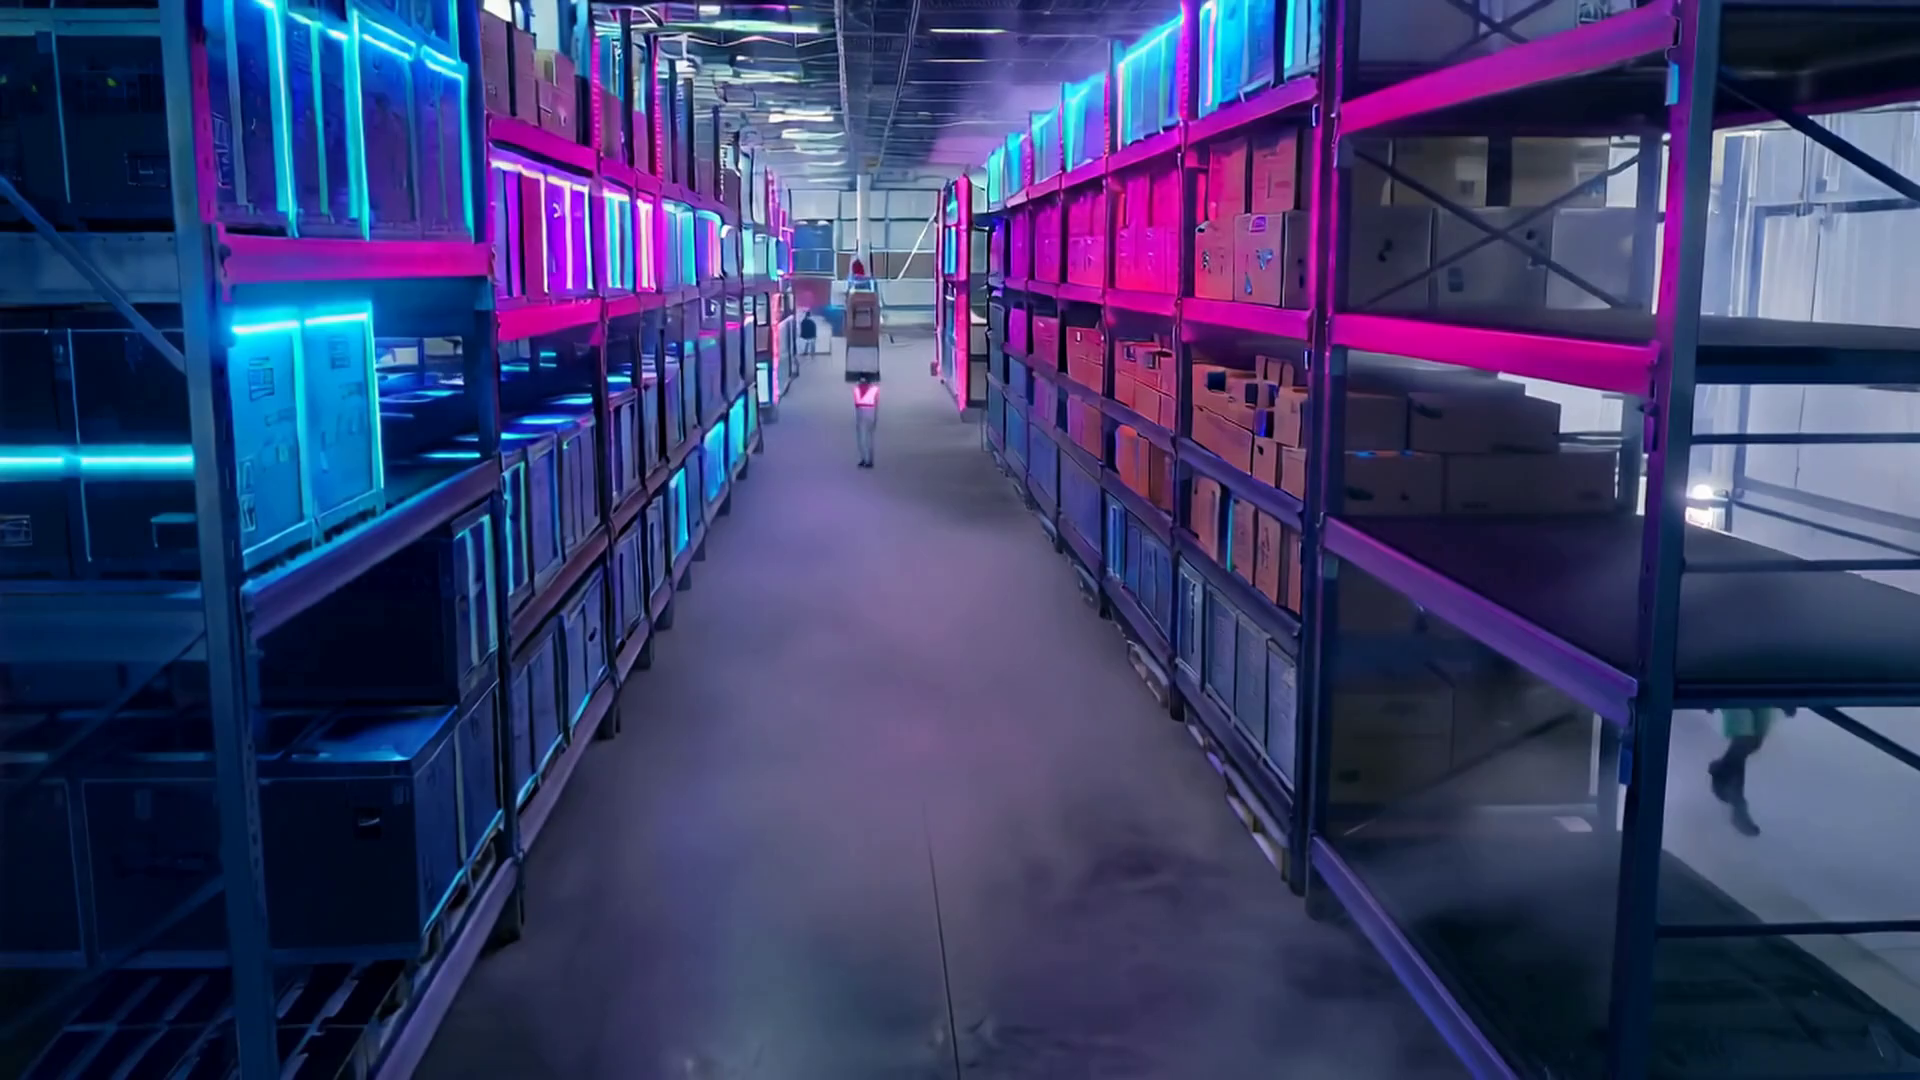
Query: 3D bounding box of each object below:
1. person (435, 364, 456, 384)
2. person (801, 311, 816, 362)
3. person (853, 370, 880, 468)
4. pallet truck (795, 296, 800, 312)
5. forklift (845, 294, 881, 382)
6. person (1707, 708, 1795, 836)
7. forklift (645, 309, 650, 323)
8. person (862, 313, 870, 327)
[{"bbox_3d":[-10.360,-2.684,33.787,0.654,1.800,0.929,-8,13,-40],"label":"person"},{"bbox_3d":[-5.799,-7.758,63.509,0.630,1.975,0.667,4,10,20],"label":"person"},{"bbox_3d":[-1.743,-2.249,31.033,0.577,1.832,0.452,4,10,24],"label":"person"},{"bbox_3d":[-8.622,-12.439,91.403,1.885,1.965,0.823,2,10,13],"label":"pallet truck"},{"bbox_3d":[-3.127,-6.499,53.289,1.129,2.768,1.873,-1,10,-4],"label":"forklift"},{"bbox_3d":[5.386,0.994,11.459,0.553,1.908,0.892,0,10,-2],"label":"person"},{"bbox_3d":[-9.302,-5.941,49.953,1.873,2.768,1.129,-4,10,-25],"label":"forklift"},{"bbox_3d":[-3.401,-7.527,62.245,0.373,1.934,0.551,6,11,32],"label":"person"}]
